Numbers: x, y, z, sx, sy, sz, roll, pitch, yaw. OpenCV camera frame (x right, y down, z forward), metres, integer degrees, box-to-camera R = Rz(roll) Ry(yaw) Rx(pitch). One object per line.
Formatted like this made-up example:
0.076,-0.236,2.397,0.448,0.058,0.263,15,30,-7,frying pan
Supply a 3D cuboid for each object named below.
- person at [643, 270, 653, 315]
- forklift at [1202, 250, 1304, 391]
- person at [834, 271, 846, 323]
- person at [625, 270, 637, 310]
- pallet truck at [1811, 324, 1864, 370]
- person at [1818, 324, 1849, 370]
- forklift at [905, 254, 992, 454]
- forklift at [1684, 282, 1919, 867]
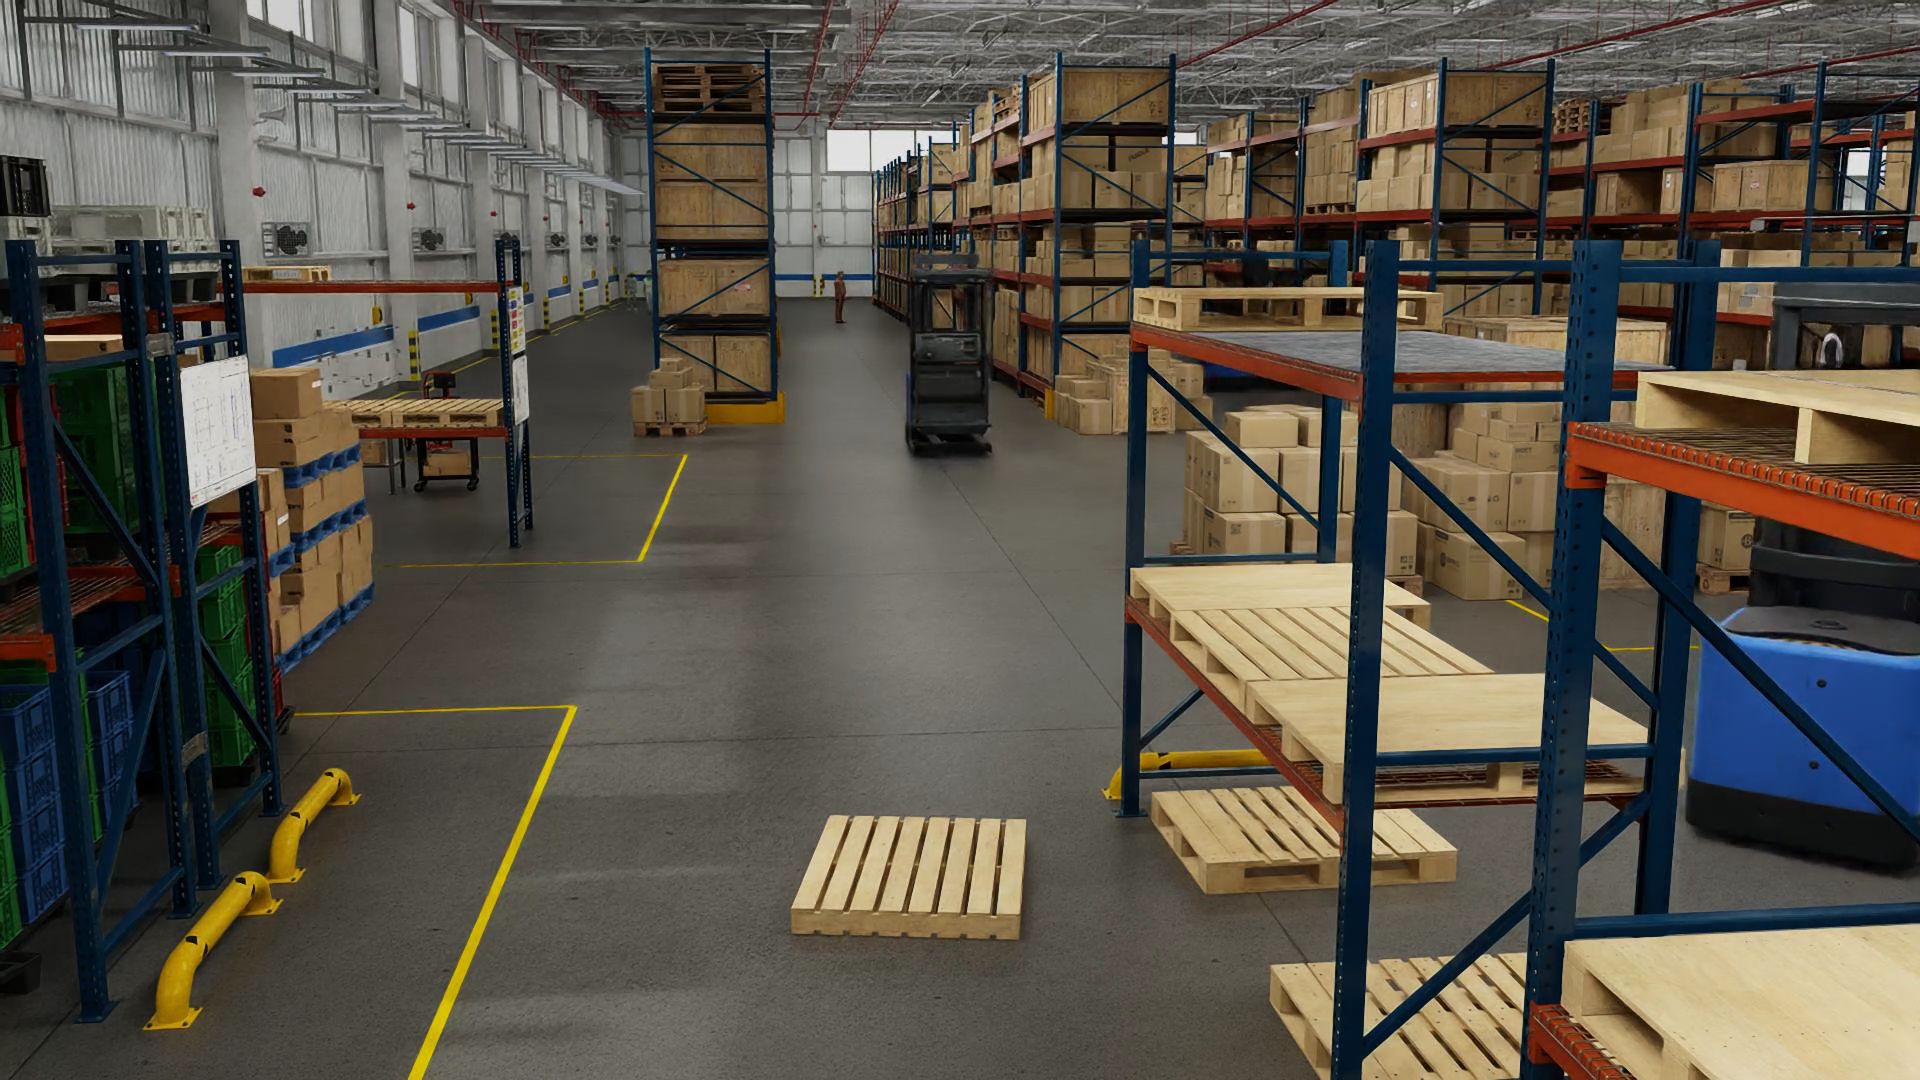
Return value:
-12.564,-10.052,67.531,0.594,1.832,0.527,1,10,4,person
5.905,-4.439,33.531,1.873,2.768,1.129,-1,10,-6,forklift
-4.372,-8.899,60.954,0.399,1.905,0.643,3,11,17,person
-14.251,-10.800,71.959,0.554,1.732,0.344,-7,12,-33,person
15.846,-3.142,28.793,1.885,1.965,0.823,2,10,12,pallet truck
12.750,-2.303,24.393,0.385,1.910,0.592,6,12,30,person
-0.209,-2.731,24.068,1.129,2.768,1.873,-1,10,-6,forklift
4.647,0.052,8.648,1.129,2.768,1.873,8,13,37,forklift
